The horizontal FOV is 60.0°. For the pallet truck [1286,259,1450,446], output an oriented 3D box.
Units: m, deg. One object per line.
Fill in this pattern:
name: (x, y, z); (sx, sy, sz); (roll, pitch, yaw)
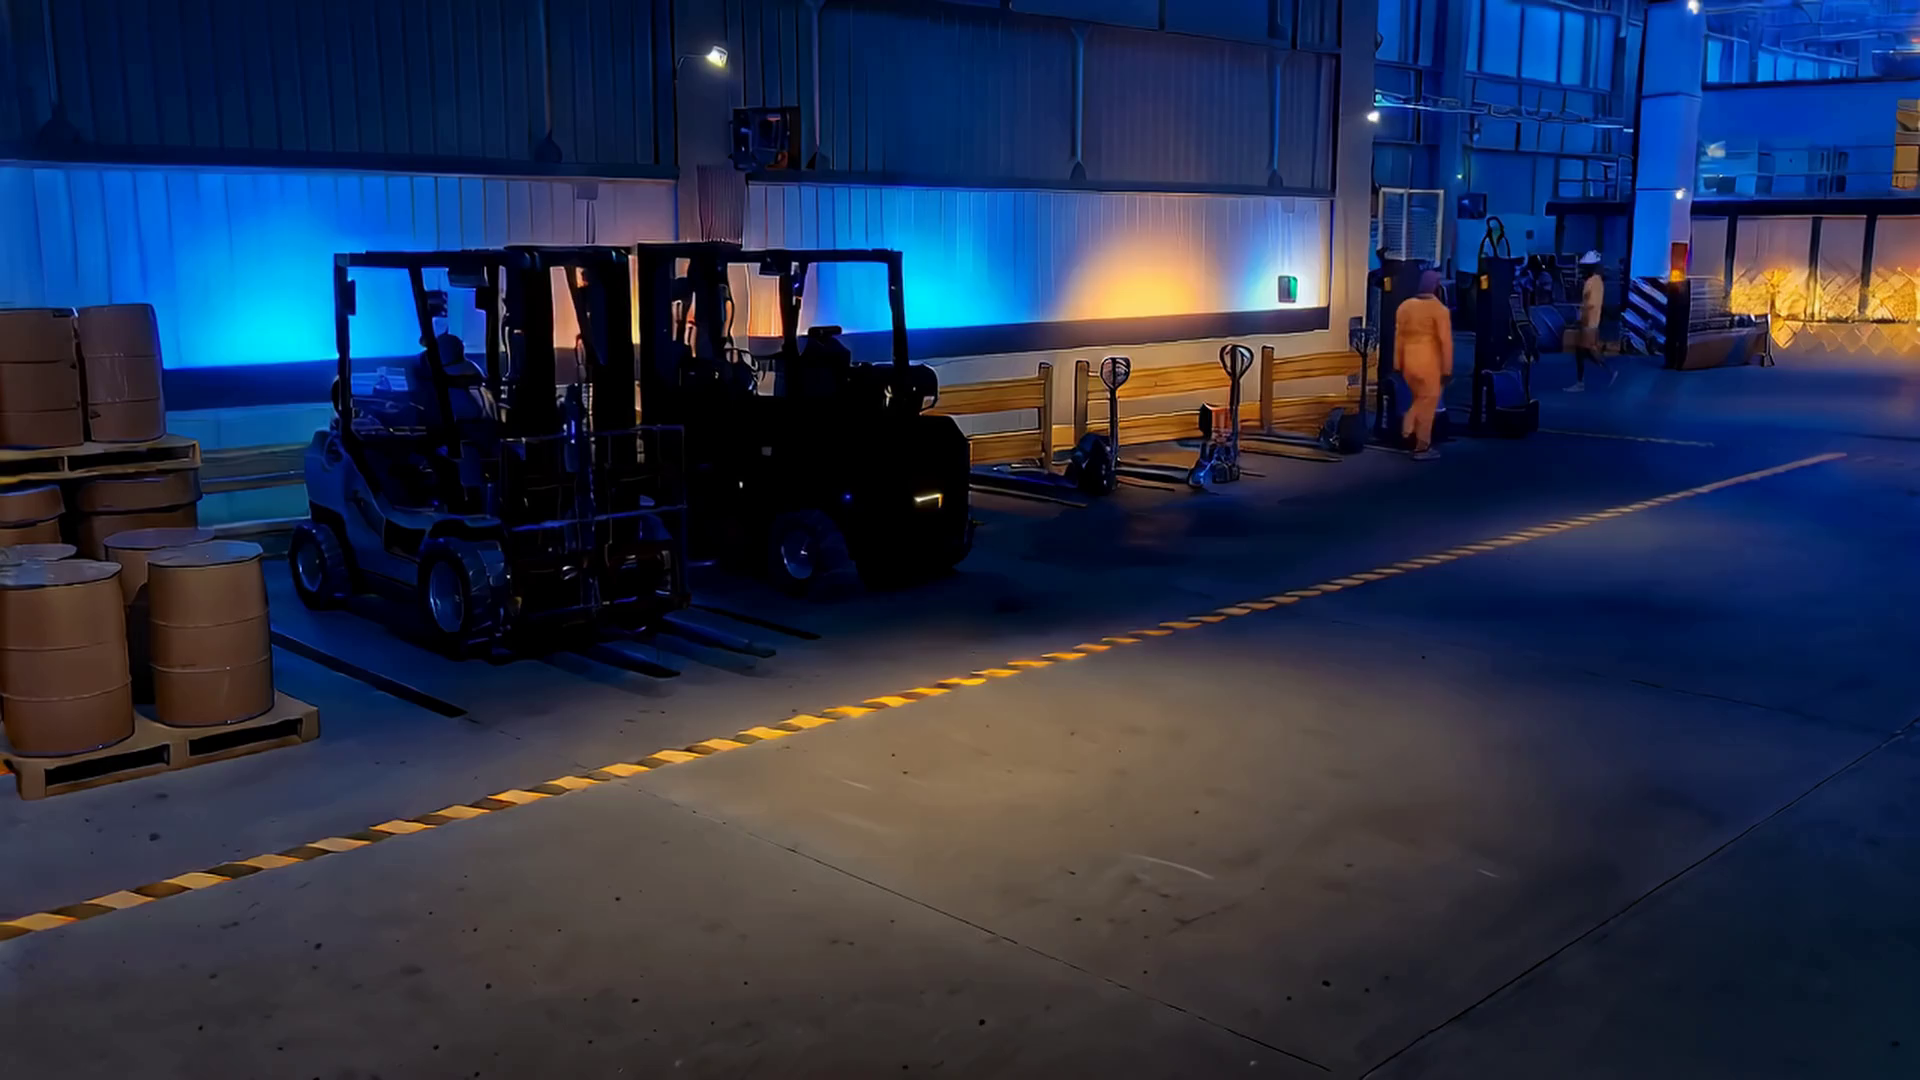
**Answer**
pallet truck: (4.493, -2.078, 18.196); (0.823, 1.965, 1.885); (-9, 14, -40)

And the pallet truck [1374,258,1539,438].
pallet truck: (5.704, -2.208, 18.901); (1.885, 1.965, 0.823); (10, 14, 43)

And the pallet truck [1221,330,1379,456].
pallet truck: (3.563, -1.581, 17.381); (0.653, 1.274, 1.630); (-10, 14, -44)

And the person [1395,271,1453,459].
person: (4.693, -1.752, 16.712); (0.432, 1.886, 0.677); (-6, 12, -31)

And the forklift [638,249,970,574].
forklift: (-1.173, -0.958, 11.239); (2.680, 1.987, 1.157); (10, 14, 43)

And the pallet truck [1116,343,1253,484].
pallet truck: (1.962, -1.215, 15.415); (1.522, 1.261, 0.704); (10, 14, 43)

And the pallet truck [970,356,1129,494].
pallet truck: (0.784, -1.085, 14.876); (0.680, 1.201, 1.601); (-10, 14, -44)

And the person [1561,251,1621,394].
person: (8.957, -3.065, 23.488); (0.679, 2.025, 0.614); (5, 11, 24)

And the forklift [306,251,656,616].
forklift: (-2.833, -0.669, 9.694); (1.157, 1.987, 2.680); (-10, 14, -44)
